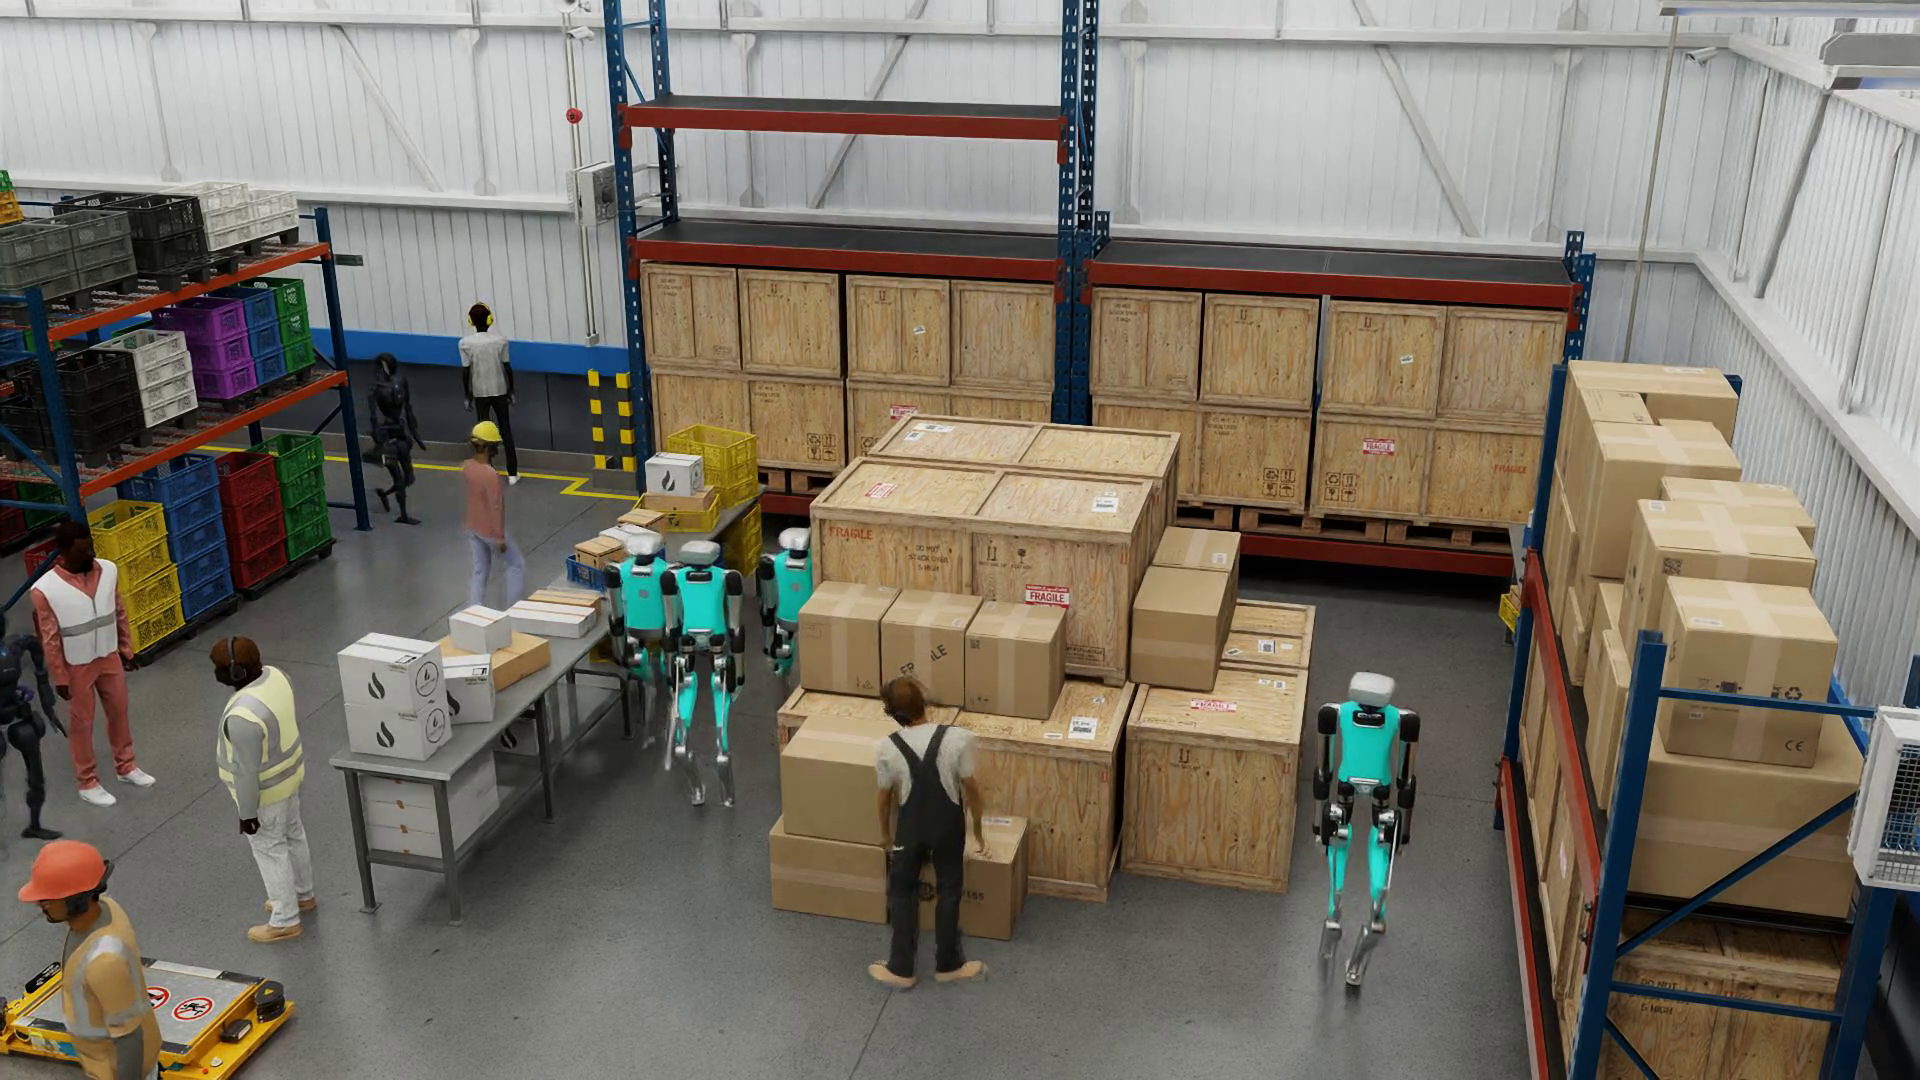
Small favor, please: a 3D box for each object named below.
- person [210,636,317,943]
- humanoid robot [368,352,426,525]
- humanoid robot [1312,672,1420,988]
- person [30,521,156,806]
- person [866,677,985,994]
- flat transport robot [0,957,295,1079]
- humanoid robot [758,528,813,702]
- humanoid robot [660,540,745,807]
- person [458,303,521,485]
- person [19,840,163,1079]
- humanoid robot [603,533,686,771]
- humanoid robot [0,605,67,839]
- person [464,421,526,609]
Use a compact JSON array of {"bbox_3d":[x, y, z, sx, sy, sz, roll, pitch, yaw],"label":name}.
[{"bbox_3d":[-3.879,1.377,9.263,0.429,1.834,0.630,-1,21,-2],"label":"person"},{"bbox_3d":[-5.371,-0.966,15.602,0.513,1.638,0.591,8,22,20],"label":"humanoid robot"},{"bbox_3d":[2.099,1.634,8.755,0.538,1.803,0.795,5,21,13],"label":"humanoid robot"},{"bbox_3d":[-5.610,0.773,10.731,0.394,1.910,0.592,10,23,24],"label":"person"},{"bbox_3d":[-0.167,1.571,8.795,0.651,1.809,0.331,1,21,2],"label":"person"},{"bbox_3d":[-4.270,2.464,8.601,1.431,0.231,0.659,5,22,13],"label":"flat transport robot"},{"bbox_3d":[-1.030,0.664,11.271,0.538,1.748,0.924,3,21,7],"label":"humanoid robot"},{"bbox_3d":[-1.653,0.949,10.524,0.543,1.759,0.838,1,21,3],"label":"humanoid robot"},{"bbox_3d":[-4.687,-1.439,16.577,0.514,1.865,0.328,-7,22,-18],"label":"person"},{"bbox_3d":[-3.537,2.151,6.935,0.387,2.045,0.605,-13,24,-30],"label":"person"},{"bbox_3d":[-2.029,0.695,11.180,0.534,1.760,0.810,0,21,1],"label":"humanoid robot"},{"bbox_3d":[-5.832,1.122,10.153,0.445,1.644,0.613,14,25,33],"label":"humanoid robot"},{"bbox_3d":[-3.676,-0.108,13.255,0.549,1.742,0.616,19,28,41],"label":"person"}]
